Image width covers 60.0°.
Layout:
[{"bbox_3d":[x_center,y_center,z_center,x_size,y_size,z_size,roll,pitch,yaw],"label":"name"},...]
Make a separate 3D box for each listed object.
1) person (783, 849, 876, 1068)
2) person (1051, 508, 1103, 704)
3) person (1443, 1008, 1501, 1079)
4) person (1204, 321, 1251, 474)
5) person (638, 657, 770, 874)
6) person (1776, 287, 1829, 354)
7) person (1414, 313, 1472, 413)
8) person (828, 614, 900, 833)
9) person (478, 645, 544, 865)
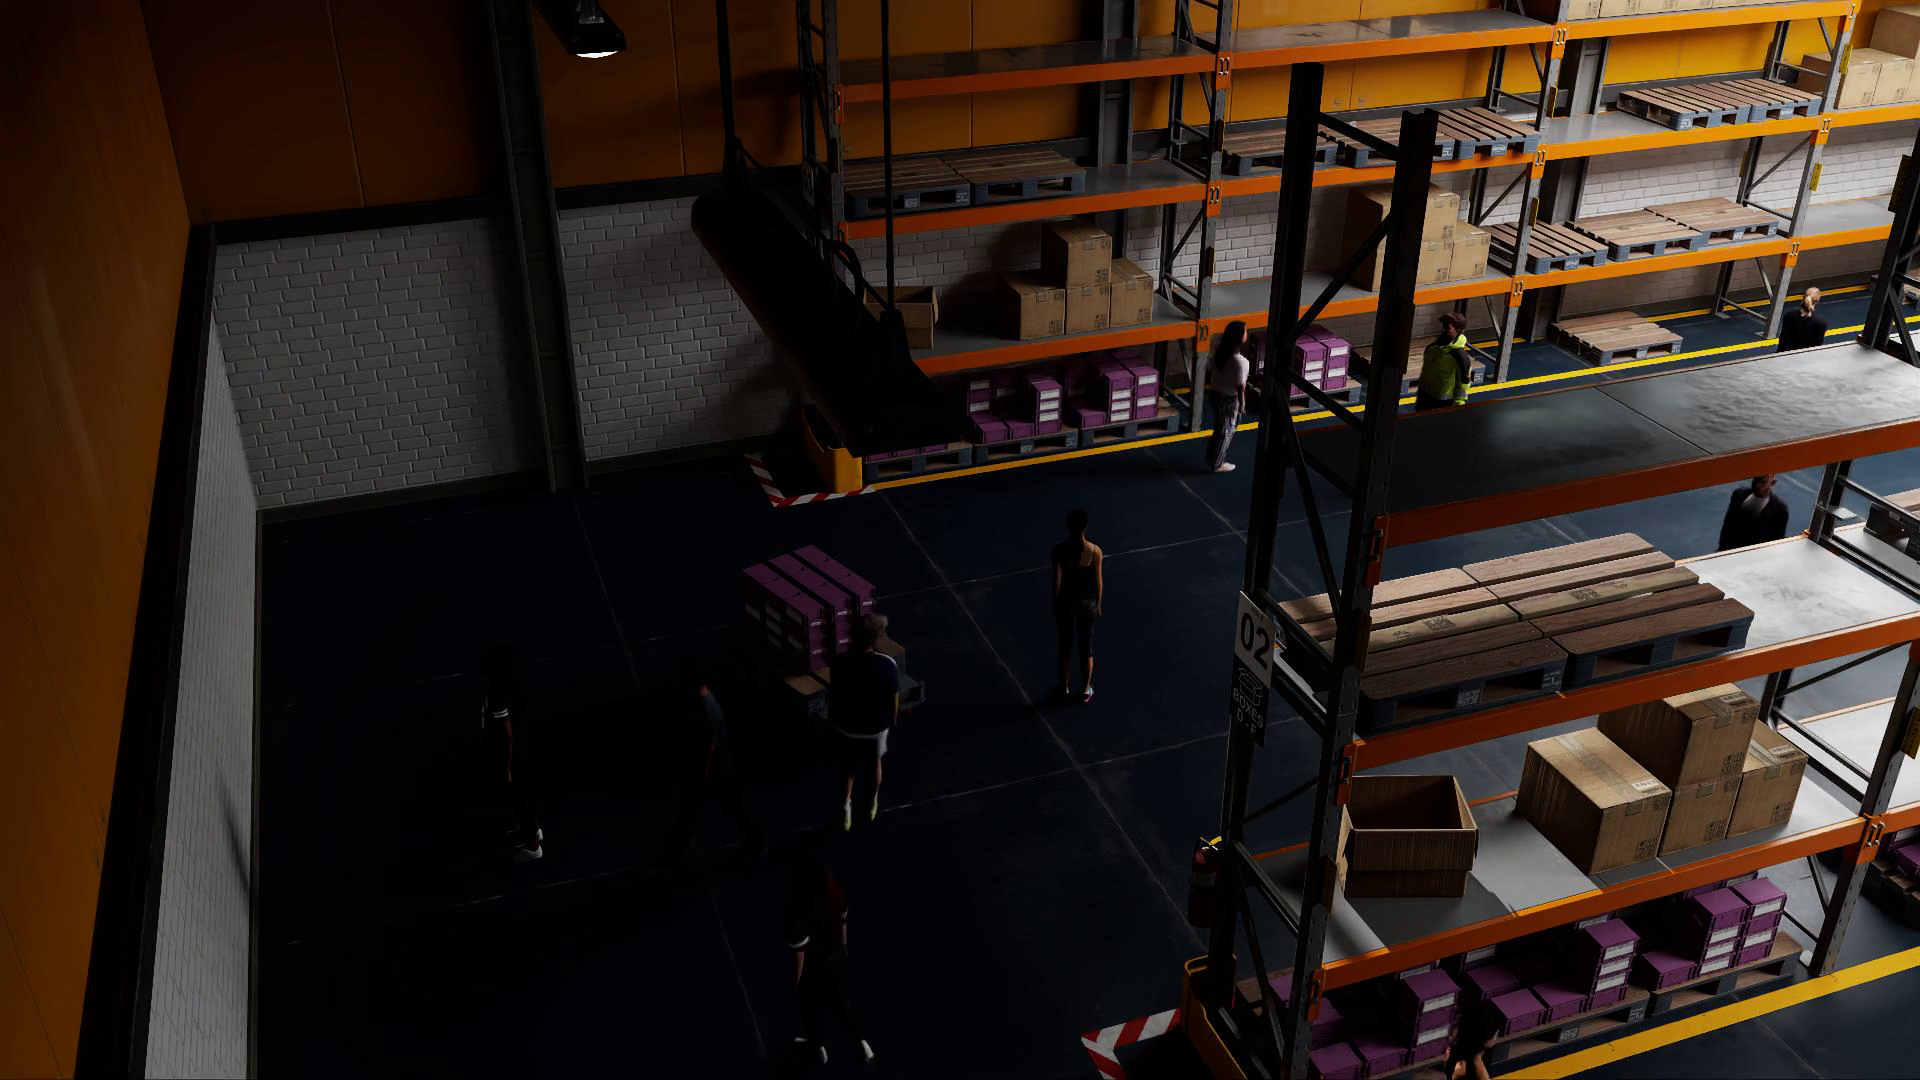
[{"bbox_3d":[-0.784,2.531,9.806,0.908,1.628,0.916,21,35,34],"label":"person"},{"bbox_3d":[0.929,0.535,13.361,0.604,1.726,0.716,2,29,3],"label":"person"},{"bbox_3d":[2.390,3.129,8.550,1.144,1.780,0.776,-2,29,-4],"label":"person"},{"bbox_3d":[2.671,-1.460,17.076,0.663,1.672,0.688,-9,30,-16],"label":"person"},{"bbox_3d":[-1.632,1.563,11.445,1.193,1.757,0.758,-14,32,-24],"label":"person"},{"bbox_3d":[8.954,-1.894,17.834,0.695,1.707,0.719,19,34,31],"label":"person"},{"bbox_3d":[4.778,-1.330,16.513,0.684,1.983,0.798,-14,32,-24],"label":"person"},{"bbox_3d":[-0.682,1.344,11.802,0.838,1.801,0.883,-1,29,-2],"label":"person"},{"bbox_3d":[-3.148,1.481,11.626,0.615,1.729,0.656,-4,29,-7],"label":"person"}]
